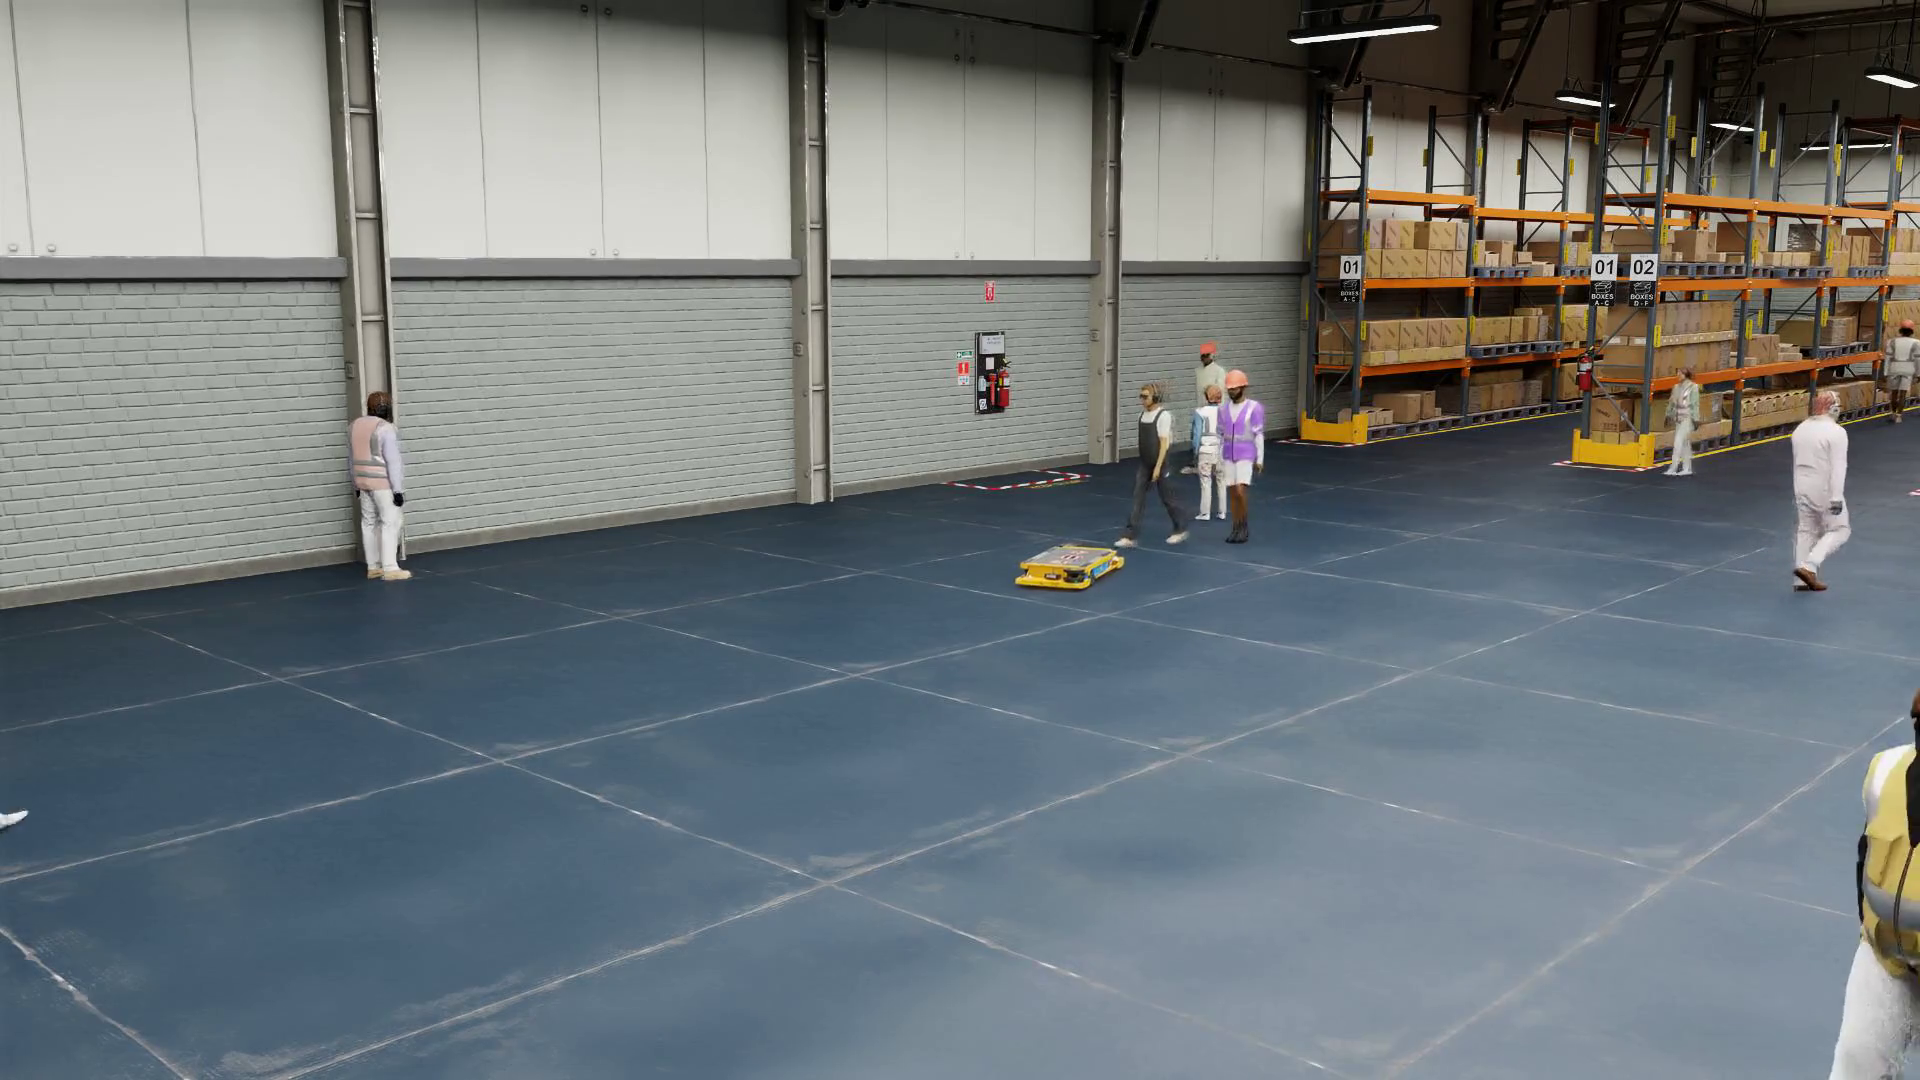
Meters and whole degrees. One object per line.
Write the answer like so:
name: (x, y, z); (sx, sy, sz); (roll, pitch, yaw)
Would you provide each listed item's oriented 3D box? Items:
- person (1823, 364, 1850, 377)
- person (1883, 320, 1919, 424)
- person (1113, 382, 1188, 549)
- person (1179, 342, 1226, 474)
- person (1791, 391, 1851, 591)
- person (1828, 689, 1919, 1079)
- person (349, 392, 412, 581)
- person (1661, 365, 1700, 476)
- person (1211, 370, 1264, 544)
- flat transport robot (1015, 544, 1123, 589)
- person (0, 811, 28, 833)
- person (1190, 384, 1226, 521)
person: (19.636, -4.029, 37.283); (0.591, 1.919, 0.390); (7, 12, 38)
person: (18.369, -3.262, 32.371); (0.633, 1.990, 1.014); (7, 12, 38)
person: (2.107, -0.817, 18.069); (0.959, 1.806, 0.511); (-8, 12, -39)
person: (3.695, -1.955, 24.567); (1.004, 1.950, 0.626); (-7, 12, -38)
person: (8.021, -0.441, 15.482); (0.428, 1.890, 0.681); (-2, 9, -10)
person: (2.907, 1.310, 5.079); (0.956, 1.795, 0.646); (-5, 10, -26)
person: (-5.646, -0.516, 16.161); (0.661, 1.832, 0.431); (6, 11, 31)
person: (10.378, -1.716, 24.090); (0.711, 1.609, 0.551); (-2, 10, -11)
person: (3.013, -0.899, 18.196); (0.583, 1.916, 0.518); (8, 12, 39)
flat transport robot: (1.084, 0.248, 16.222); (0.652, 0.197, 1.431); (4, 10, 21)
person: (-5.310, 0.849, 8.500); (0.845, 1.596, 0.541); (-7, 11, -36)
person: (3.019, -1.038, 19.906); (0.548, 1.636, 0.312); (-3, 10, -20)
